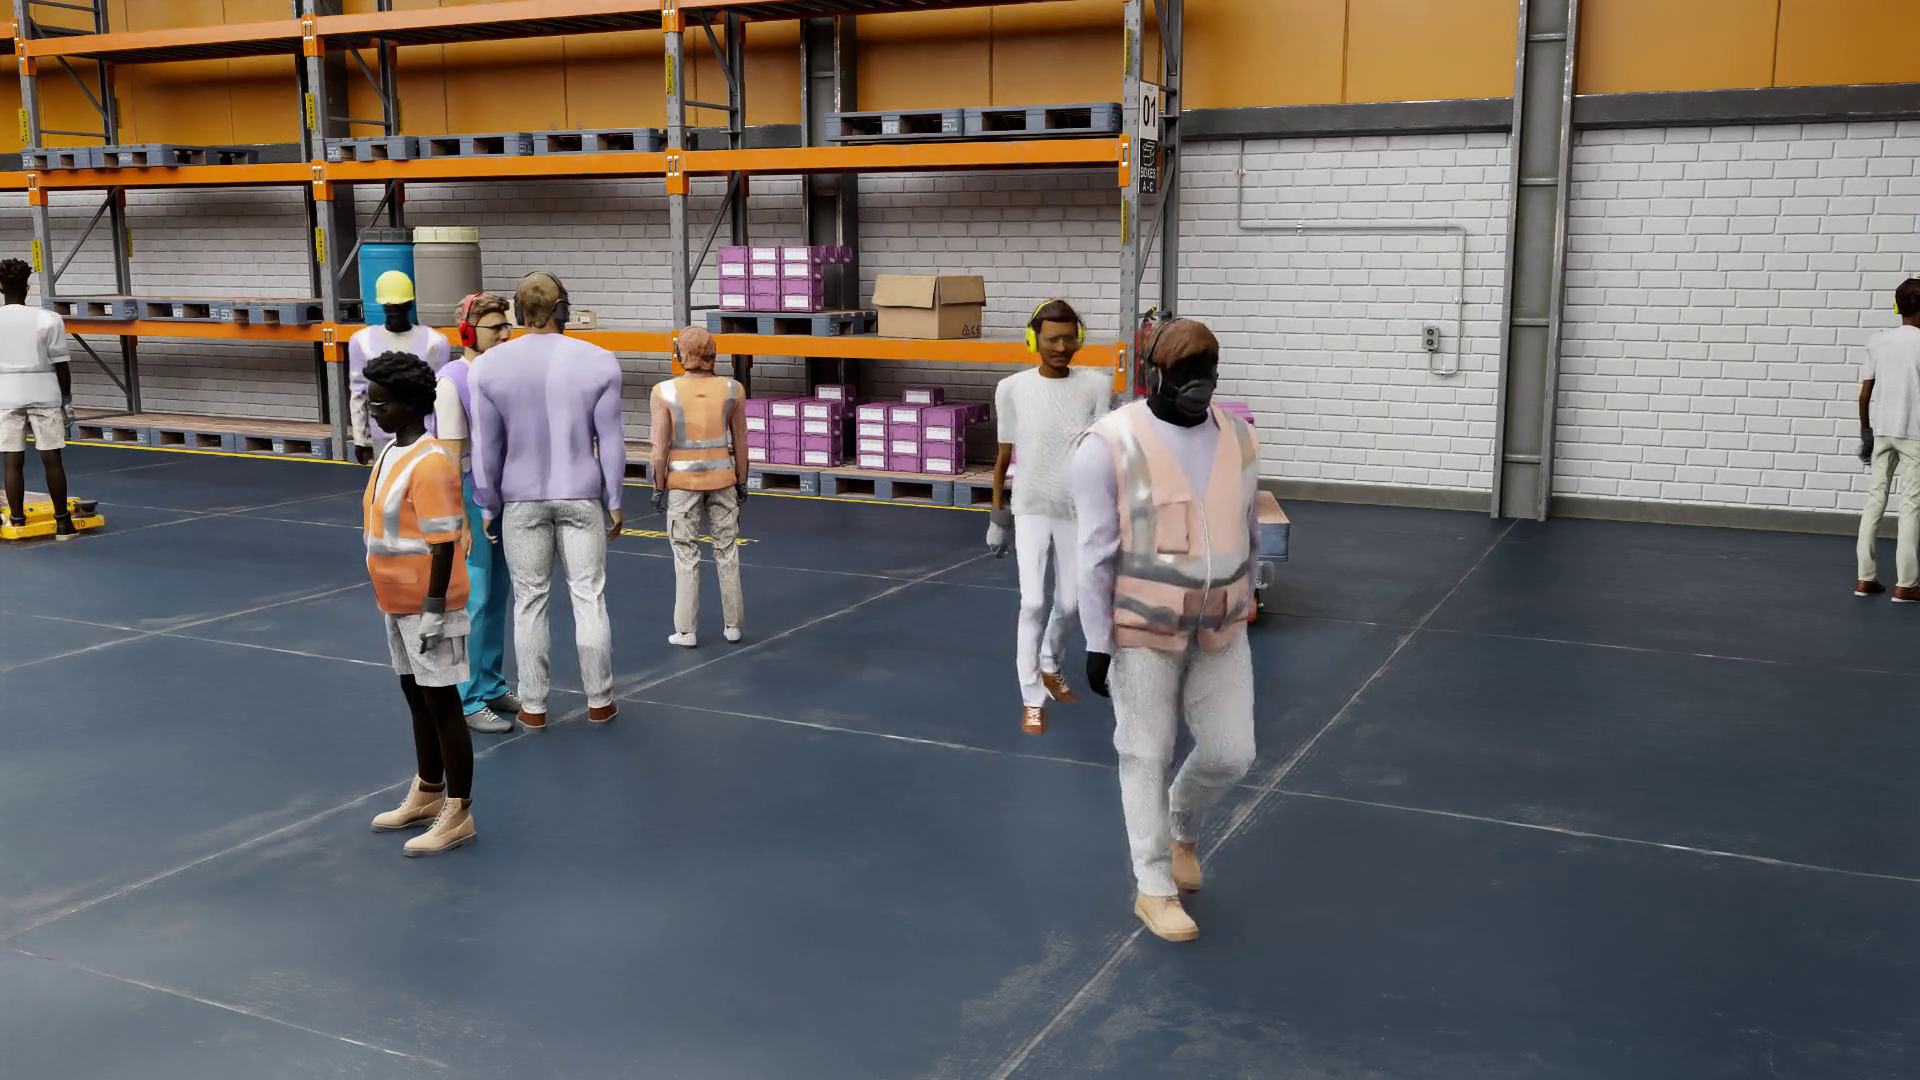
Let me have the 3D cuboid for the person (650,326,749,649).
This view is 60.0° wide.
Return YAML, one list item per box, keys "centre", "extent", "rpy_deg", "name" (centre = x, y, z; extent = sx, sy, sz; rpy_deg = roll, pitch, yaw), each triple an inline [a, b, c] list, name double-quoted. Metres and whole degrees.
- centre: [-1.320, -0.263, 8.468]
  extent: [0.522, 1.638, 0.310]
  rpy_deg: [-5, 11, -26]
  name: "person"

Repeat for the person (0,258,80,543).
- centre: [-6.458, -0.957, 11.499]
  extent: [0.601, 1.967, 0.369]
  rpy_deg: [-4, 11, -22]
  name: "person"

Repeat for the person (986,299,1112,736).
- centre: [0.383, -0.116, 7.159]
  extent: [0.553, 1.835, 0.749]
  rpy_deg: [-1, 10, -8]
  name: "person"

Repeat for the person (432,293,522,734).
- centre: [-2.037, -0.119, 7.051]
  extent: [0.372, 1.843, 0.570]
  rpy_deg: [1, 10, 8]
  name: "person"

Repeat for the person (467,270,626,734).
- centre: [-1.714, -0.149, 6.969]
  extent: [0.629, 1.937, 0.379]
  rpy_deg: [-2, 10, -13]
  name: "person"

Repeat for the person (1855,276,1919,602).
- centre: [5.449, -0.579, 9.612]
  extent: [0.328, 1.874, 0.517]
  rpy_deg: [-5, 11, -28]
  name: "person"

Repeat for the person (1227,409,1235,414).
- centre: [0.895, -0.020, 6.864]
  extent: [0.528, 1.721, 0.924]
  rpy_deg: [-1, 10, -8]
  name: "person"

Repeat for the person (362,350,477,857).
- centre: [-1.830, 0.209, 5.609]
  extent: [0.319, 1.694, 0.532]
  rpy_deg: [-7, 12, -36]
  name: "person"

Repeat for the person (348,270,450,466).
- centre: [-3.359, -0.666, 10.038]
  extent: [0.584, 1.907, 0.568]
  rpy_deg: [-3, 10, -17]
  name: "person"

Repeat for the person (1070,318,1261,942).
- centre: [0.625, 0.265, 4.898]
  extent: [0.634, 1.826, 0.443]
  rpy_deg: [-3, 10, -18]
  name: "person"

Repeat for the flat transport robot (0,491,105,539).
- centre: [-6.946, -0.205, 12.050]
  extent: [1.431, 0.197, 0.652]
  rpy_deg: [6, 11, 29]
  name: "flat transport robot"
